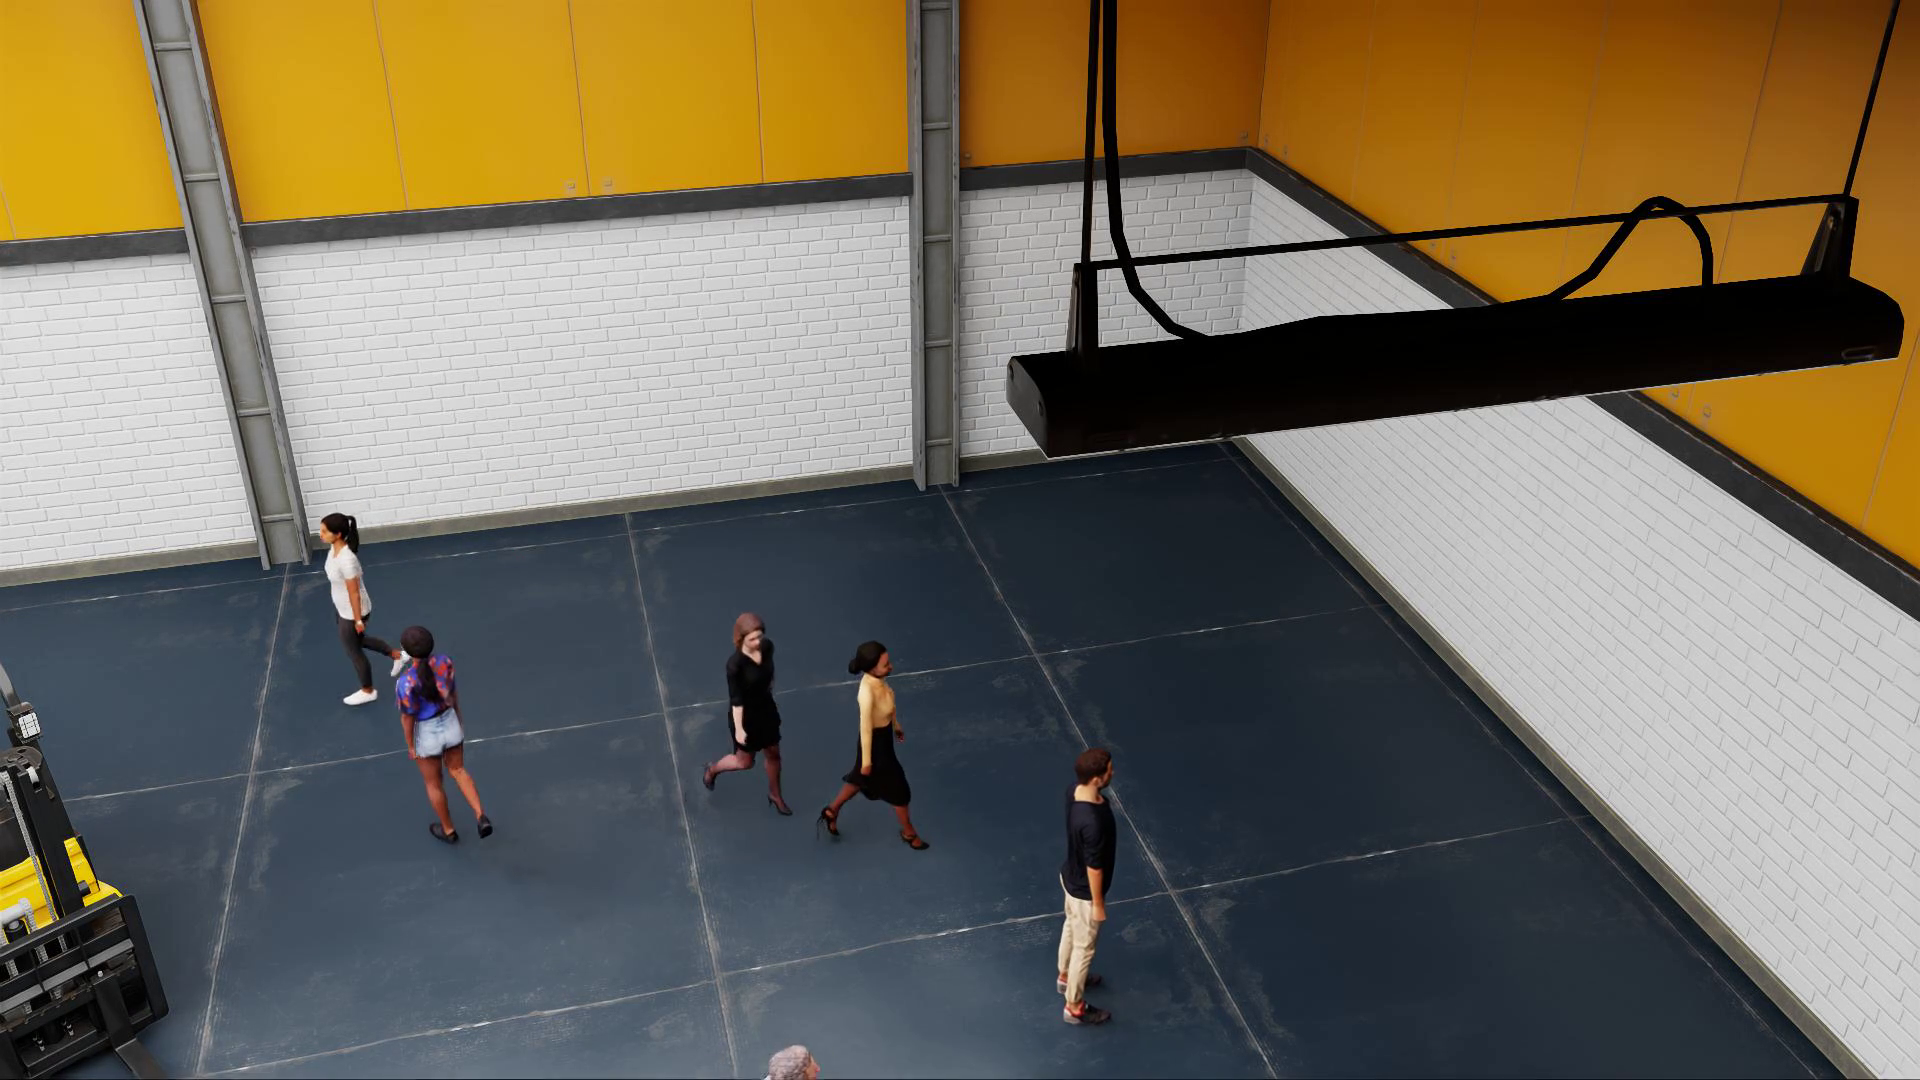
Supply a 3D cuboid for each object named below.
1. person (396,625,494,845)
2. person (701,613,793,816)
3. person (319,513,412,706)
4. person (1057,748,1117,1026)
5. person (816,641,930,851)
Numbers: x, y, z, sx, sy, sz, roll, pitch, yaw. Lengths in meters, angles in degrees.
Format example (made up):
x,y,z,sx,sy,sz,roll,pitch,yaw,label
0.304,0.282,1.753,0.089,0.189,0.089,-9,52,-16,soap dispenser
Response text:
x,y,z,sx,sy,sz,roll,pitch,yaw,label
-3.399,1.334,10.985,0.904,1.728,0.891,23,36,36,person
-1.486,1.194,11.293,0.965,1.679,0.931,16,32,26,person
-4.519,0.495,12.626,0.833,1.629,0.664,-13,31,-22,person
0.713,1.989,9.653,0.548,1.853,0.652,-4,29,-8,person
-0.628,1.376,11.024,1.082,1.617,0.801,2,29,4,person
